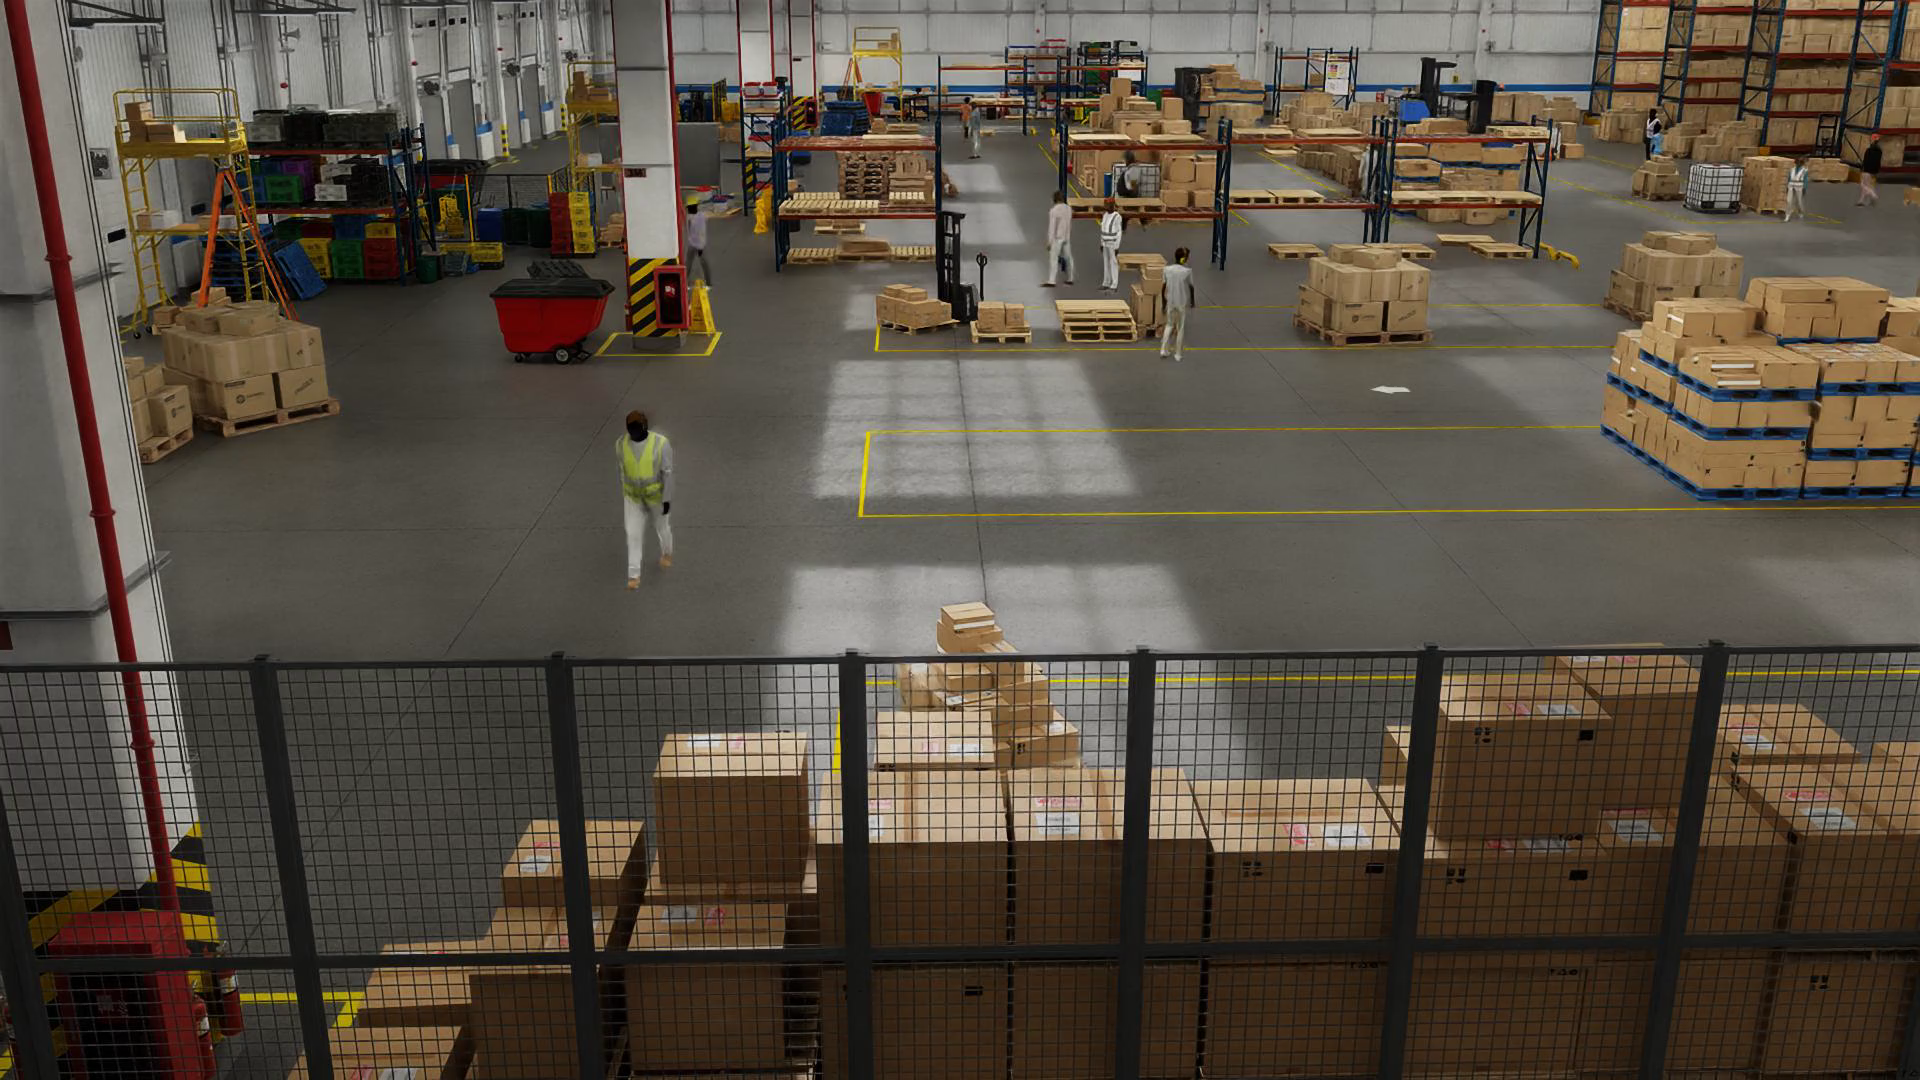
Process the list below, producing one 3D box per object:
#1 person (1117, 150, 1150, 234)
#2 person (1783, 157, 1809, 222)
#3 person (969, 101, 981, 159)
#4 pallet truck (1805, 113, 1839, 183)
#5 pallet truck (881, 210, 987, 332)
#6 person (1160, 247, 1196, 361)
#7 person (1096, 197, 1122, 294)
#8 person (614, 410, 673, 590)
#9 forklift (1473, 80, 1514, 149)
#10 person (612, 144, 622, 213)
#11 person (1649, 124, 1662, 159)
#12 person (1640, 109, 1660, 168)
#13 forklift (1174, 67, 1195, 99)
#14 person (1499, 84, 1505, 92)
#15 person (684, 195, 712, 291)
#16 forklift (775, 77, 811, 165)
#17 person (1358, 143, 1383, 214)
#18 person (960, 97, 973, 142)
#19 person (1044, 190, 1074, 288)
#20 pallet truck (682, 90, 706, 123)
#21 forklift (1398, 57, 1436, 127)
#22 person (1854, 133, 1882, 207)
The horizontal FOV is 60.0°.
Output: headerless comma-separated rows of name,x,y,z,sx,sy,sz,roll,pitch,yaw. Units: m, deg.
person,4.184,-8.419,40.142,0.840,2.000,0.682,1,19,2
person,21.276,-8.920,42.267,0.589,1.619,0.524,-15,24,-37
person,0.513,-14.048,57.014,0.371,1.935,0.632,7,20,20
pallet truck,26.403,-11.957,50.702,0.823,1.965,1.885,6,19,16
pallet truck,-0.493,-4.759,29.349,1.885,1.965,0.823,-13,23,-34
person,3.507,-3.811,26.767,0.543,1.849,0.495,10,21,27
person,2.930,-5.763,32.501,0.358,1.886,0.572,-10,21,-26
person,-3.195,-0.478,16.979,0.617,1.793,0.992,1,19,4
forklift,16.708,-13.248,53.174,1.873,2.768,1.129,-1,19,-1
person,-8.656,-9.158,42.544,0.617,1.899,0.635,-13,23,-34
person,21.330,-11.863,50.947,0.534,1.695,0.581,16,25,40
person,22.474,-13.039,54.049,0.391,1.912,0.589,-3,19,-9
forklift,8.189,-15.896,61.028,1.873,2.768,1.129,14,23,36
person,21.724,-17.419,67.065,0.550,1.899,0.962,10,21,28
person,-5.249,-5.769,32.502,0.937,1.886,0.619,-16,24,-40
forklift,-5.920,-13.893,55.085,1.873,2.768,1.129,-1,19,-1
person,10.776,-9.476,43.485,0.639,1.908,0.830,-2,19,-6
person,0.284,-15.921,62.983,0.549,1.644,0.890,8,20,23
person,1.999,-6.012,33.181,0.384,1.938,0.630,17,25,42
pallet truck,-9.671,-15.907,62.421,0.823,1.965,1.885,5,19,15
forklift,19.254,-18.500,68.753,1.873,2.768,1.129,-1,19,-1
person,24.488,-9.919,44.693,0.638,1.974,0.652,-11,21,-28
